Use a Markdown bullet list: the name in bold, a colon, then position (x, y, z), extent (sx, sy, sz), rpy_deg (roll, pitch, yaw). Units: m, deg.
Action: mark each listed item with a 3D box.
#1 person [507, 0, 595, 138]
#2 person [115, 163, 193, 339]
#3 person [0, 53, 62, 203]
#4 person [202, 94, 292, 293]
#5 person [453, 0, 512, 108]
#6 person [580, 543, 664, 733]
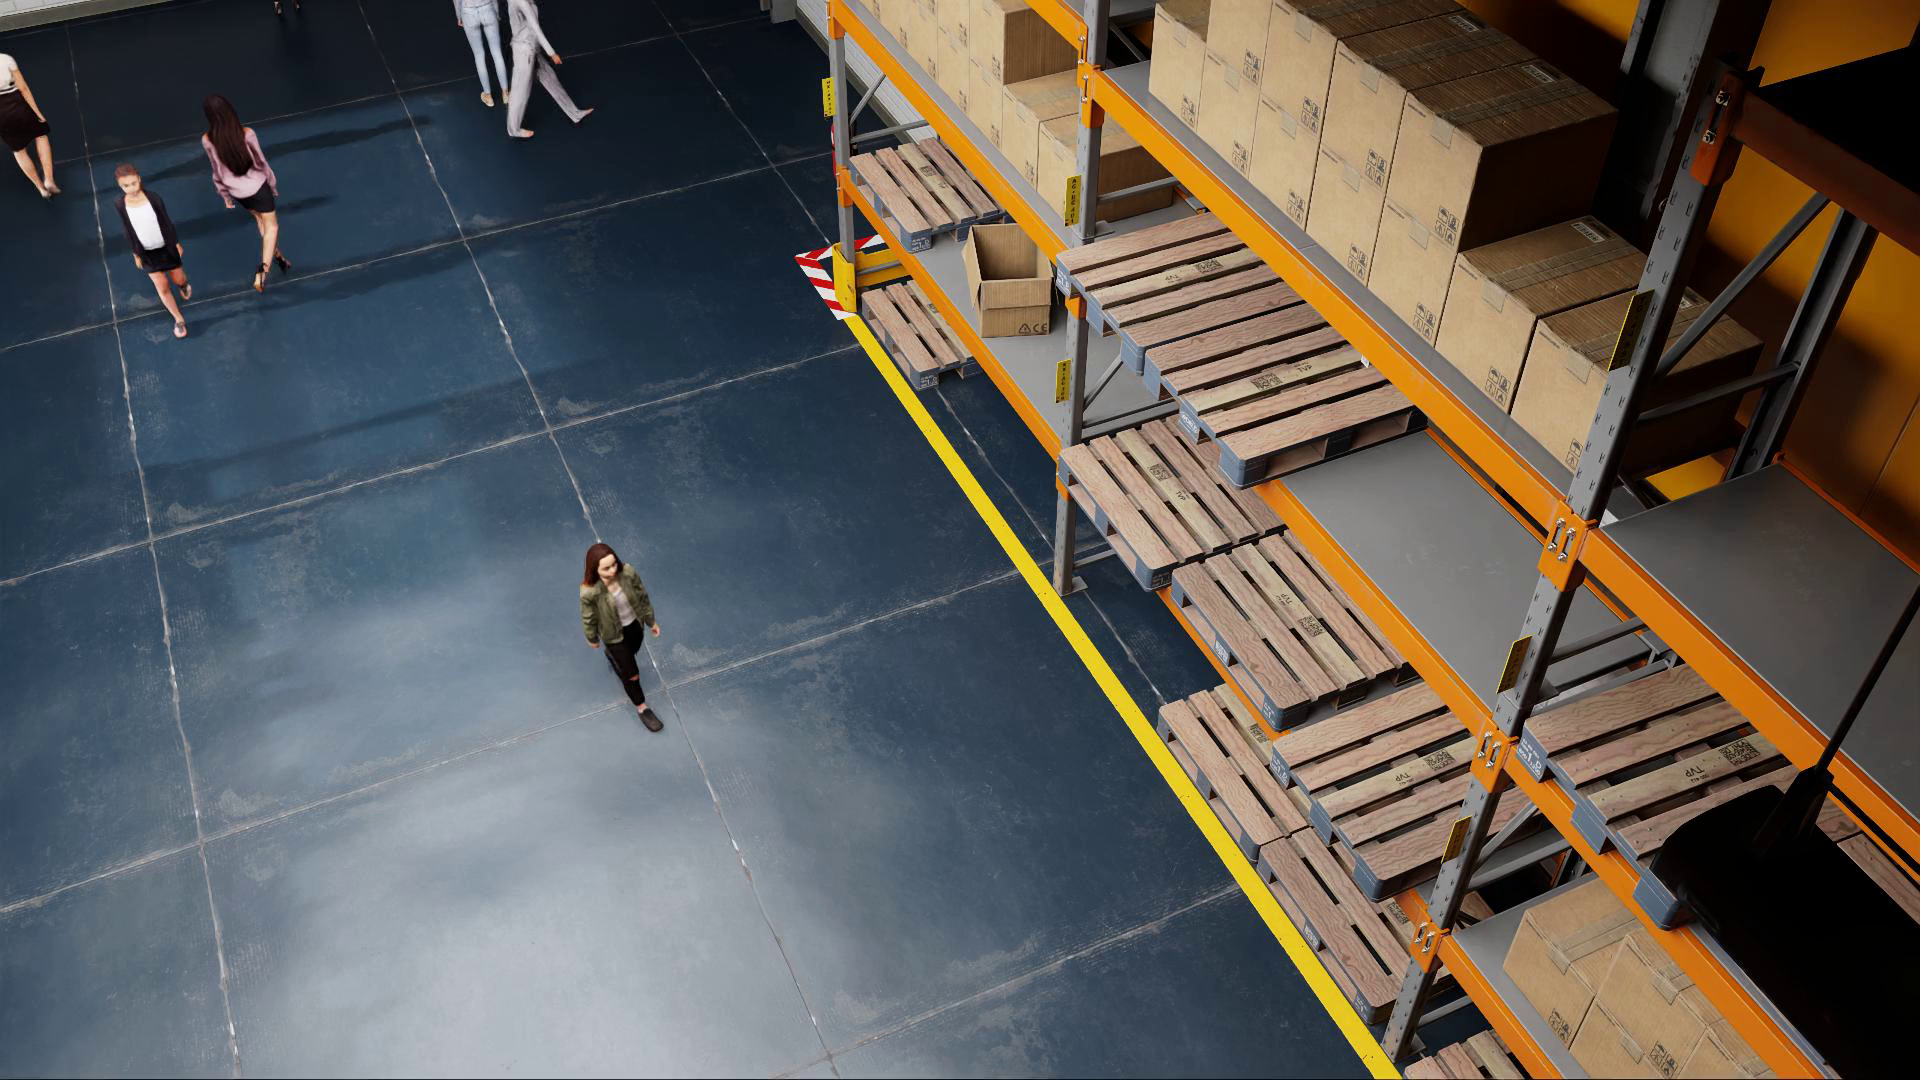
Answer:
- **person**: position (-4.235, -4.630, 15.905), extent (0.757, 1.723, 1.053), rpy_deg (-12, 45, -12)
- **person**: position (-6.657, -2.458, 13.759), extent (0.561, 1.539, 0.857), rpy_deg (-15, 46, -15)
- **person**: position (-8.554, -3.797, 15.016), extent (0.681, 1.744, 0.653), rpy_deg (-14, 45, -14)
- **person**: position (-5.978, -2.859, 14.006), extent (0.831, 1.778, 1.079), rpy_deg (-3, 44, -4)
- **person**: position (-4.740, -5.145, 16.393), extent (0.595, 1.796, 0.523), rpy_deg (-15, 46, -15)
- **person**: position (-2.210, 0.530, 10.687), extent (0.769, 1.449, 1.050), rpy_deg (-32, 52, -29)
